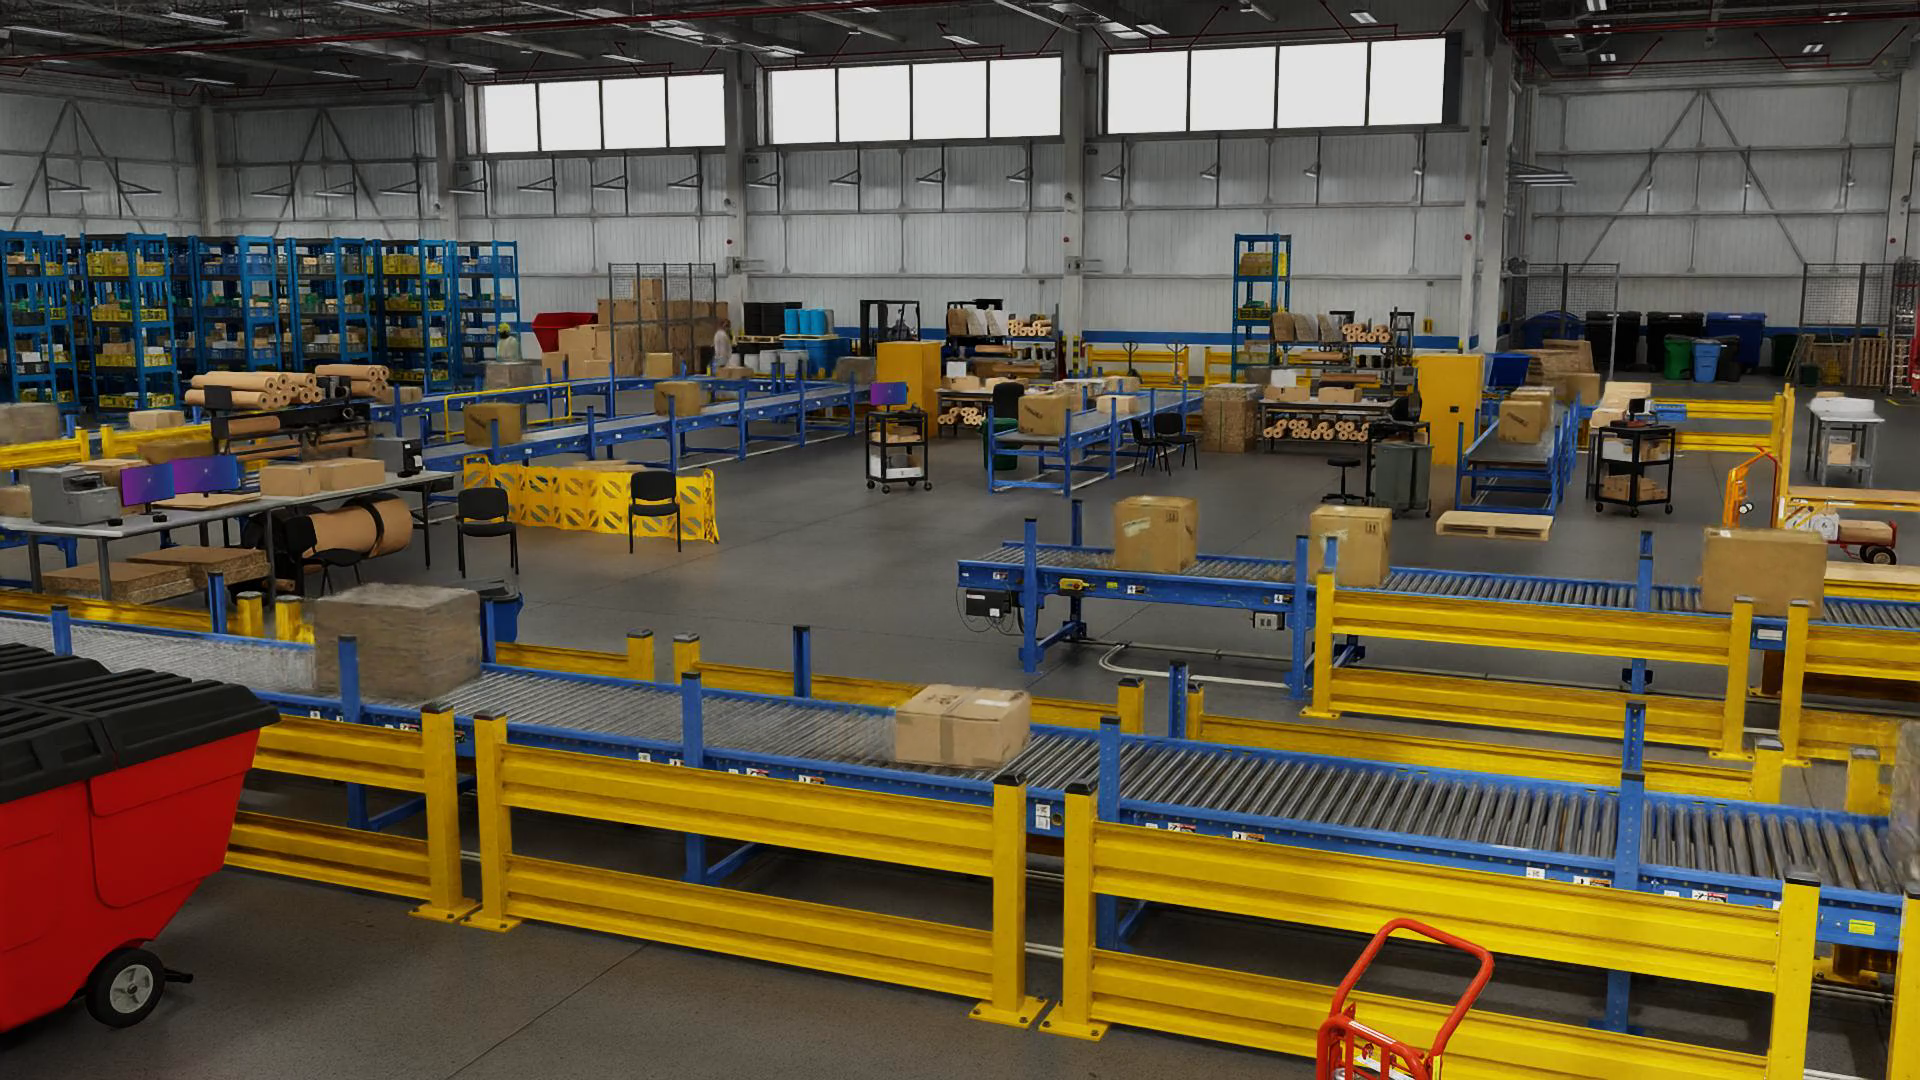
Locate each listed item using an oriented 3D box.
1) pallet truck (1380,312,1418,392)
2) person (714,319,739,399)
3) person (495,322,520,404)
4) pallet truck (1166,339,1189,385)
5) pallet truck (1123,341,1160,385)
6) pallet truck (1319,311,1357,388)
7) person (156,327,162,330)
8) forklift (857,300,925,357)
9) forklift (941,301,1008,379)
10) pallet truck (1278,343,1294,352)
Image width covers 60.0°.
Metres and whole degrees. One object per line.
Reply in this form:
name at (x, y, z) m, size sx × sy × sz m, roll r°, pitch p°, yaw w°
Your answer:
pallet truck at (10.207, -4.283, 38.369) m, size 0.823 × 1.965 × 1.885 m, roll 3°, pitch 10°, yaw 20°
person at (-5.039, -3.872, 36.241) m, size 0.905 × 1.867 × 0.672 m, roll -3°, pitch 10°, yaw -17°
person at (-9.738, -3.758, 35.724) m, size 0.591 × 1.821 × 0.412 m, roll 7°, pitch 11°, yaw 35°
pallet truck at (5.418, -4.269, 40.420) m, size 0.704 × 1.261 × 1.522 m, roll 3°, pitch 10°, yaw 20°
pallet truck at (4.445, -4.380, 41.279) m, size 0.680 × 1.201 × 1.601 m, roll 4°, pitch 10°, yaw 22°
pallet truck at (9.071, -4.419, 39.190) m, size 0.823 × 1.965 × 1.885 m, roll 5°, pitch 10°, yaw 26°
person at (-17.873, -3.999, 37.151) m, size 0.579 × 1.831 × 0.396 m, roll -6°, pitch 11°, yaw -34°
forklift at (-1.732, -5.109, 42.468) m, size 1.157 × 1.987 × 2.680 m, roll 4°, pitch 10°, yaw 22°
forklift at (0.365, -4.966, 41.571) m, size 1.157 × 1.987 × 2.680 m, roll 3°, pitch 10°, yaw 20°
pallet truck at (7.886, -4.163, 39.743) m, size 0.653 × 1.274 × 1.630 m, roll 4°, pitch 10°, yaw 22°
